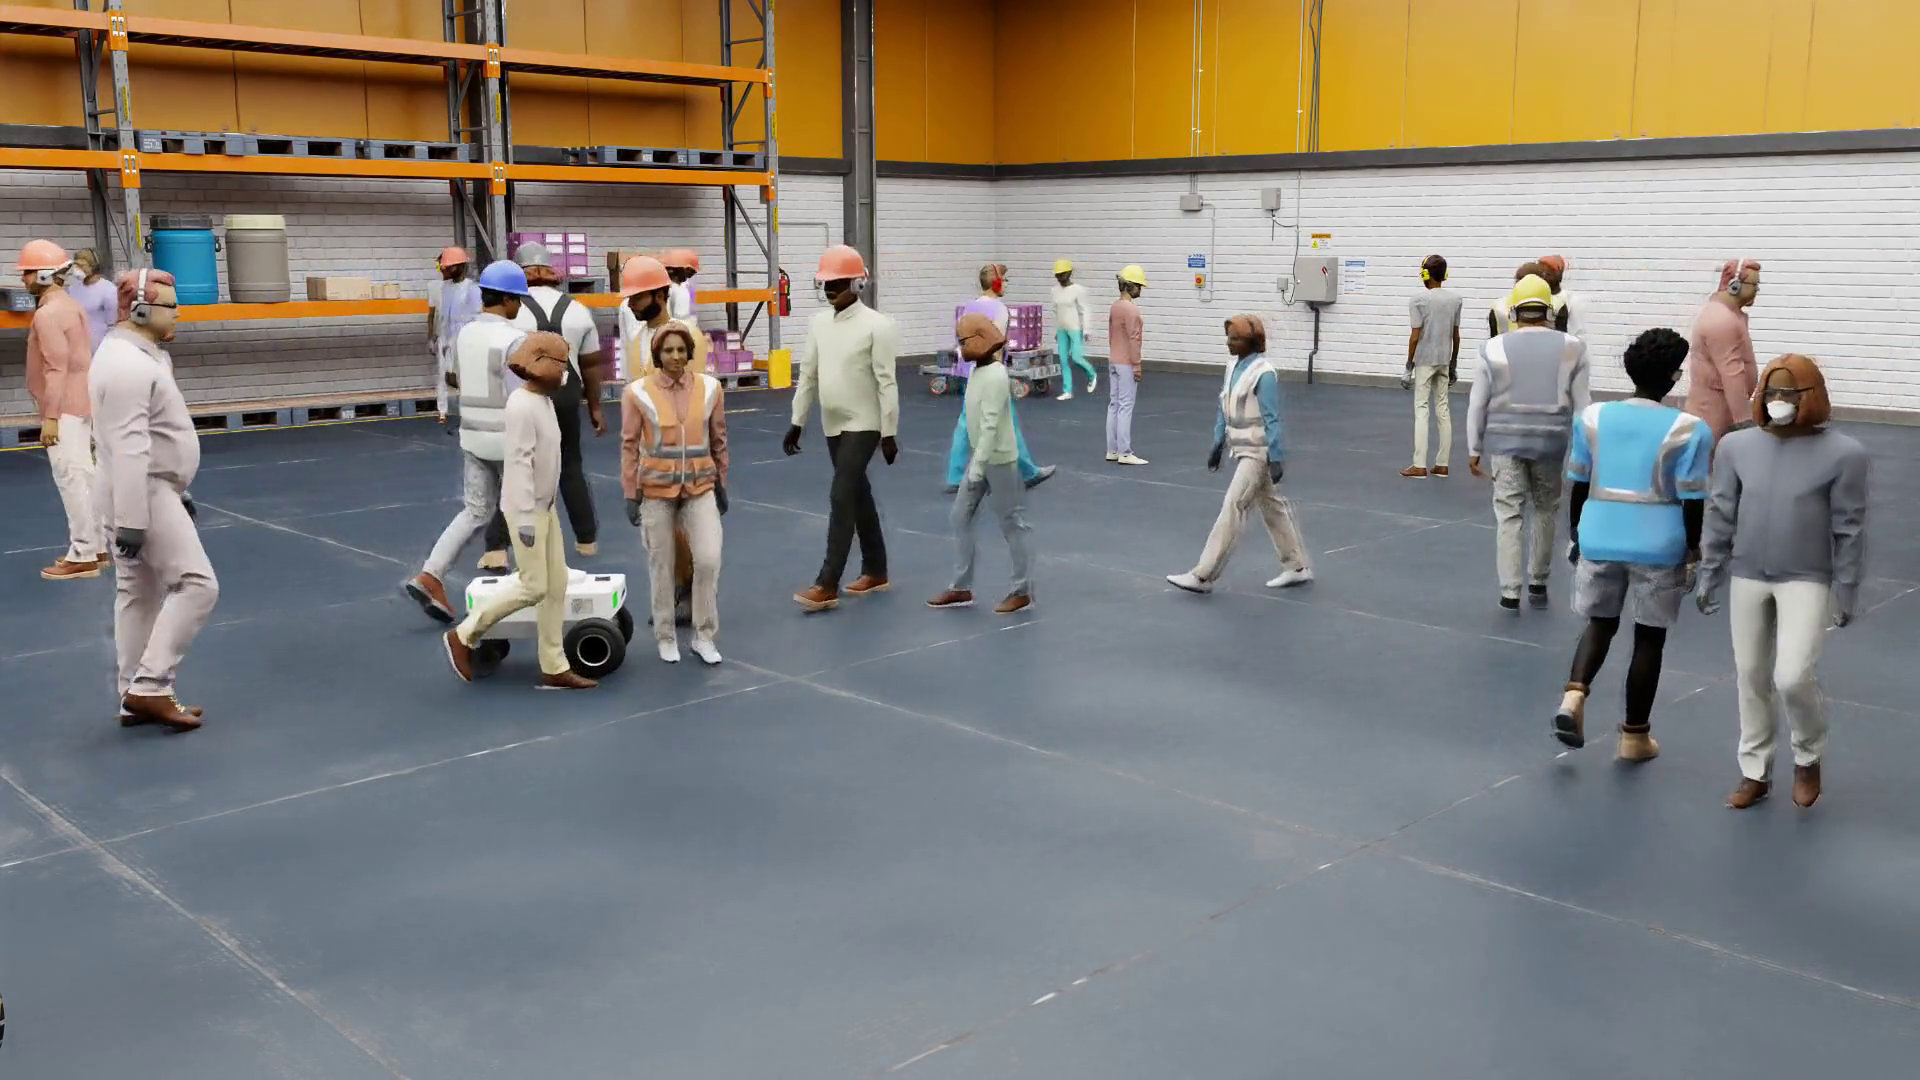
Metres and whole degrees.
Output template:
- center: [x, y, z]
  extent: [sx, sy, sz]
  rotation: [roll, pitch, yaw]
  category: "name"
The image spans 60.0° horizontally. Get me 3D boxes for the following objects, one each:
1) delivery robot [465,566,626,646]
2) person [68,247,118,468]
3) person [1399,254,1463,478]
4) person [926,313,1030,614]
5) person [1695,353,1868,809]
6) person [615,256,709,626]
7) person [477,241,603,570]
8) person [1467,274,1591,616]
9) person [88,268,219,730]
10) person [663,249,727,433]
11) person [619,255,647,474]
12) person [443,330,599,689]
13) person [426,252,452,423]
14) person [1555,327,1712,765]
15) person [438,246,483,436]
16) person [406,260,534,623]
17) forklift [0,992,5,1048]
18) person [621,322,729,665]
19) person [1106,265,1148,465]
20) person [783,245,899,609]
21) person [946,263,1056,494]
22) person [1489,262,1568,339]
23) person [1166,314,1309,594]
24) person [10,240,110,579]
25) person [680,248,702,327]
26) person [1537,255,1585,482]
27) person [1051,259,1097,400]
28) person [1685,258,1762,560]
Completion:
- center: [-1.929, 0.289, 7.769]
  extent: [0.707, 0.478, 0.477]
  rotation: [-1, 10, -6]
  category: "delivery robot"
- center: [-7.496, -1.601, 14.600]
  extent: [0.634, 1.923, 0.671]
  rotation: [6, 12, 29]
  category: "person"
- center: [3.933, -1.443, 13.901]
  extent: [0.507, 1.865, 0.329]
  rotation: [-3, 11, -18]
  category: "person"
- center: [0.093, -0.398, 8.883]
  extent: [0.662, 1.601, 0.529]
  rotation: [-3, 11, -18]
  category: "person"
- center: [2.839, 0.164, 5.793]
  extent: [0.361, 1.623, 0.501]
  rotation: [-9, 14, -41]
  category: "person"
- center: [-1.529, -0.487, 8.539]
  extent: [0.567, 1.913, 0.428]
  rotation: [9, 14, 41]
  category: "person"
- center: [-2.622, -0.867, 10.272]
  extent: [0.814, 2.000, 0.582]
  rotation: [-8, 13, -37]
  category: "person"
- center: [3.070, -0.524, 9.027]
  extent: [0.630, 1.804, 0.742]
  rotation: [2, 11, 13]
  category: "person"
- center: [-3.297, -0.151, 6.787]
  extent: [0.450, 1.887, 0.660]
  rotation: [-6, 12, -31]
  category: "person"
- center: [-2.752, -1.879, 16.221]
  extent: [0.980, 1.884, 0.561]
  rotation: [-10, 14, -44]
  category: "person"
- center: [-2.398, -1.205, 12.579]
  extent: [0.321, 1.873, 0.532]
  rotation: [-1, 10, -5]
  category: "person"
- center: [-1.954, -0.118, 7.349]
  extent: [0.591, 1.609, 0.552]
  rotation: [0, 10, 2]
  category: "person"
- center: [-5.488, -2.186, 17.976]
  extent: [0.511, 1.860, 0.318]
  rotation: [-2, 11, -12]
  category: "person"
- center: [2.536, 0.039, 6.295]
  extent: [0.549, 1.678, 0.428]
  rotation: [10, 14, 43]
  category: "person"
- center: [-5.021, -2.028, 16.932]
  extent: [0.548, 1.918, 0.588]
  rotation: [7, 13, 34]
  category: "person"
- center: [-2.497, -0.515, 8.760]
  extent: [0.616, 1.905, 0.921]
  rotation: [8, 13, 37]
  category: "person"
- center: [-3.245, 0.323, 3.363]
  extent: [2.313, 2.155, 1.214]
  rotation: [2, 11, 13]
  category: "forklift"
- center: [-1.304, -0.199, 7.767]
  extent: [0.538, 1.618, 0.566]
  rotation: [-5, 11, -24]
  category: "person"
- center: [1.486, -1.548, 14.757]
  extent: [0.325, 1.760, 0.523]
  rotation: [-3, 11, -17]
  category: "person"
- center: [-0.705, -0.615, 9.098]
  extent: [0.914, 1.953, 0.639]
  rotation: [-10, 14, -42]
  category: "person"
- center: [0.295, -1.265, 13.106]
  extent: [0.978, 1.795, 0.594]
  rotation: [-6, 12, -32]
  category: "person"
- center: [4.565, -1.314, 13.355]
  extent: [0.646, 1.800, 0.735]
  rotation: [6, 12, 30]
  category: "person"
- center: [1.619, -0.483, 9.409]
  extent: [0.875, 1.577, 0.542]
  rotation: [-2, 11, -11]
  category: "person"
- center: [-5.324, -0.767, 9.854]
  extent: [0.392, 1.992, 0.624]
  rotation: [-2, 11, -13]
  category: "person"
- center: [-3.115, -2.190, 17.919]
  extent: [0.736, 1.884, 0.450]
  rotation: [7, 12, 33]
  category: "person"
- center: [4.674, -1.358, 13.437]
  extent: [0.767, 1.856, 0.620]
  rotation: [-4, 11, -21]
  category: "person"
- center: [1.393, -2.599, 20.530]
  extent: [0.536, 1.741, 0.596]
  rotation: [9, 14, 41]
  category: "person"
- center: [4.783, -0.783, 10.255]
  extent: [0.792, 1.872, 0.626]
  rotation: [6, 12, 29]
  category: "person"
